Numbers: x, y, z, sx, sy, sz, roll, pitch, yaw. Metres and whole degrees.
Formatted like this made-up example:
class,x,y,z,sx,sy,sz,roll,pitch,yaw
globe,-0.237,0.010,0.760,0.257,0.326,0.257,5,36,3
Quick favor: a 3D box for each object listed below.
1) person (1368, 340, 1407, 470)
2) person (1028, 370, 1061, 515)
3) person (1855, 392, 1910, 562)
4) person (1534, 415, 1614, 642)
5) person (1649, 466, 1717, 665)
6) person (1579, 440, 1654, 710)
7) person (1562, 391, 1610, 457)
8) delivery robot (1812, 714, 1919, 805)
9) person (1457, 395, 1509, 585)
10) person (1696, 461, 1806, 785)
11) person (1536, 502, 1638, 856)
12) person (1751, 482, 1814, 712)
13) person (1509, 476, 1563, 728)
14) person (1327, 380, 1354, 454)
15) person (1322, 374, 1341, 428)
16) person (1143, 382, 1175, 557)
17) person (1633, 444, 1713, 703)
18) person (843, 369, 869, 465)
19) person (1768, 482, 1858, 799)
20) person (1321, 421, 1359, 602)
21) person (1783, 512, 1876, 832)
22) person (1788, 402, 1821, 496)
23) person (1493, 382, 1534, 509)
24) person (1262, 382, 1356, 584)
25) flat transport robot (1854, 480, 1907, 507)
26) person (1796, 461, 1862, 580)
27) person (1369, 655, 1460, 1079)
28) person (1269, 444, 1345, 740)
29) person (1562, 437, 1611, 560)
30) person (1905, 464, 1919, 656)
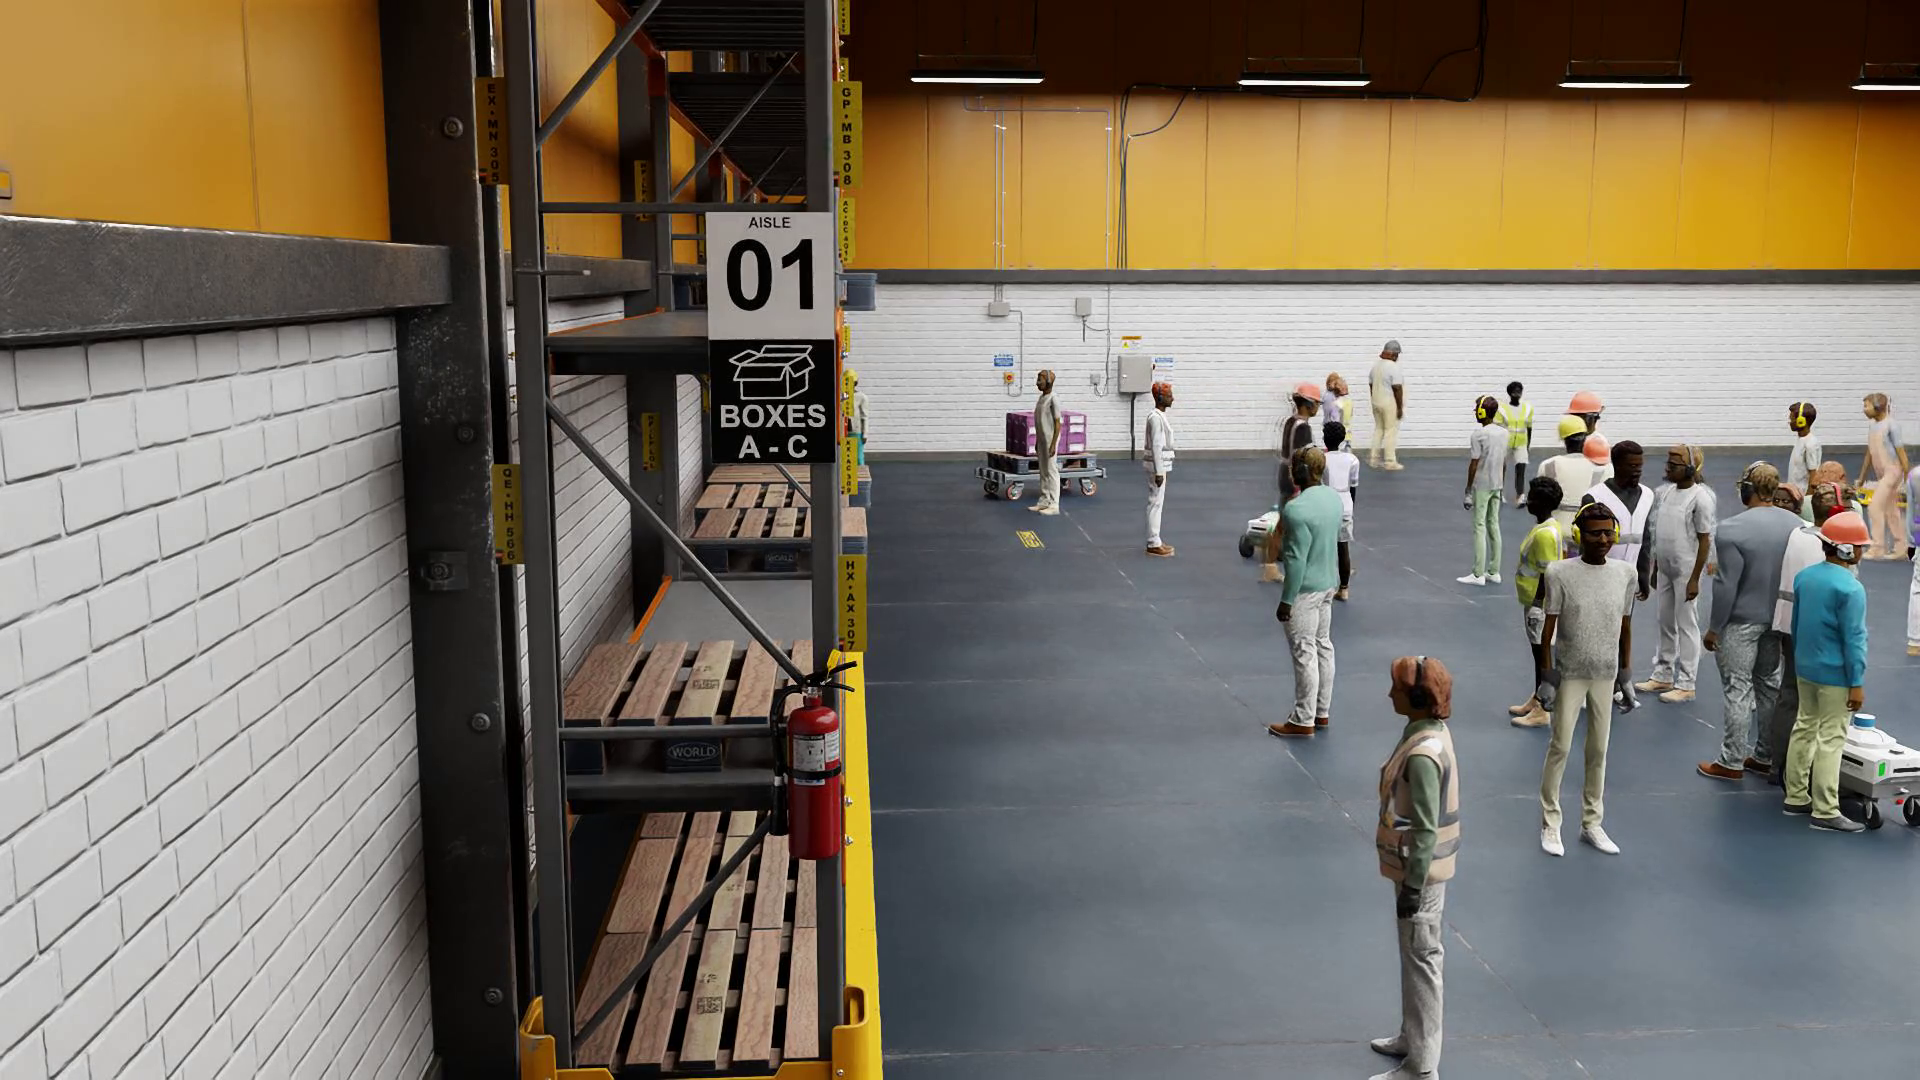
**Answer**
class,x,y,z,sx,sy,sz,roll,pitch,yaw
person,6.735,-2.123,26.045,0.536,2.000,0.688,-3,10,-20
person,1.094,-1.237,21.093,0.345,1.847,0.504,-4,10,-23
person,9.788,-0.658,17.616,0.680,1.791,0.539,1,9,7
person,4.981,-0.059,13.526,0.598,1.910,0.401,4,10,24
person,5.561,0.130,12.958,0.779,1.692,0.531,-6,11,-35
person,4.538,0.248,11.590,0.593,1.909,0.410,-4,10,-25
person,5.339,-0.255,14.313,0.383,2.041,0.616,0,9,2
delivery robot,5.084,1.226,9.378,0.477,0.478,0.707,-2,9,-11
person,5.153,-0.485,16.328,0.512,1.863,0.327,-6,11,-32
person,4.724,0.494,9.938,0.631,1.939,0.370,-3,10,-20
person,3.285,0.724,8.705,0.521,1.871,0.325,-1,9,-4
person,5.582,0.417,11.351,0.514,1.642,0.310,7,12,39
person,3.898,0.414,11.197,0.318,1.697,0.535,3,9,17
person,5.116,-1.340,22.386,0.312,1.639,0.512,8,12,40
person,5.502,-1.647,24.442,0.567,1.601,0.311,-8,12,-41
person,2.164,-0.766,18.024,0.354,1.883,0.576,1,9,8
person,5.112,0.235,11.855,0.345,1.846,0.507,-2,9,-13
person,-1.497,-1.465,22.803,0.526,1.761,0.344,4,10,25
person,4.968,0.577,9.703,0.373,1.843,0.572,-2,9,-11
person,3.433,-0.253,15.384,0.539,1.696,0.317,-4,10,-22
person,4.793,0.712,9.140,0.330,1.750,0.573,-1,9,-4
person,7.798,-0.347,15.446,0.311,1.865,0.535,3,10,18
person,7.208,-1.241,21.703,0.546,1.644,0.894,1,9,3
person,3.434,-0.535,16.265,0.979,1.988,0.601,-1,9,-6
flat transport robot,12.338,-0.627,22.190,0.652,0.197,1.431,4,10,25
person,6.566,0.212,12.660,0.508,1.632,0.271,7,11,35
person,1.703,1.235,6.218,0.307,1.639,0.525,3,9,16
person,2.273,0.338,10.914,0.373,1.940,0.628,7,11,37
person,5.113,0.031,13.482,0.571,1.737,0.353,-2,9,-12
person,7.753,0.047,13.089,0.429,1.837,0.624,-5,10,-27
